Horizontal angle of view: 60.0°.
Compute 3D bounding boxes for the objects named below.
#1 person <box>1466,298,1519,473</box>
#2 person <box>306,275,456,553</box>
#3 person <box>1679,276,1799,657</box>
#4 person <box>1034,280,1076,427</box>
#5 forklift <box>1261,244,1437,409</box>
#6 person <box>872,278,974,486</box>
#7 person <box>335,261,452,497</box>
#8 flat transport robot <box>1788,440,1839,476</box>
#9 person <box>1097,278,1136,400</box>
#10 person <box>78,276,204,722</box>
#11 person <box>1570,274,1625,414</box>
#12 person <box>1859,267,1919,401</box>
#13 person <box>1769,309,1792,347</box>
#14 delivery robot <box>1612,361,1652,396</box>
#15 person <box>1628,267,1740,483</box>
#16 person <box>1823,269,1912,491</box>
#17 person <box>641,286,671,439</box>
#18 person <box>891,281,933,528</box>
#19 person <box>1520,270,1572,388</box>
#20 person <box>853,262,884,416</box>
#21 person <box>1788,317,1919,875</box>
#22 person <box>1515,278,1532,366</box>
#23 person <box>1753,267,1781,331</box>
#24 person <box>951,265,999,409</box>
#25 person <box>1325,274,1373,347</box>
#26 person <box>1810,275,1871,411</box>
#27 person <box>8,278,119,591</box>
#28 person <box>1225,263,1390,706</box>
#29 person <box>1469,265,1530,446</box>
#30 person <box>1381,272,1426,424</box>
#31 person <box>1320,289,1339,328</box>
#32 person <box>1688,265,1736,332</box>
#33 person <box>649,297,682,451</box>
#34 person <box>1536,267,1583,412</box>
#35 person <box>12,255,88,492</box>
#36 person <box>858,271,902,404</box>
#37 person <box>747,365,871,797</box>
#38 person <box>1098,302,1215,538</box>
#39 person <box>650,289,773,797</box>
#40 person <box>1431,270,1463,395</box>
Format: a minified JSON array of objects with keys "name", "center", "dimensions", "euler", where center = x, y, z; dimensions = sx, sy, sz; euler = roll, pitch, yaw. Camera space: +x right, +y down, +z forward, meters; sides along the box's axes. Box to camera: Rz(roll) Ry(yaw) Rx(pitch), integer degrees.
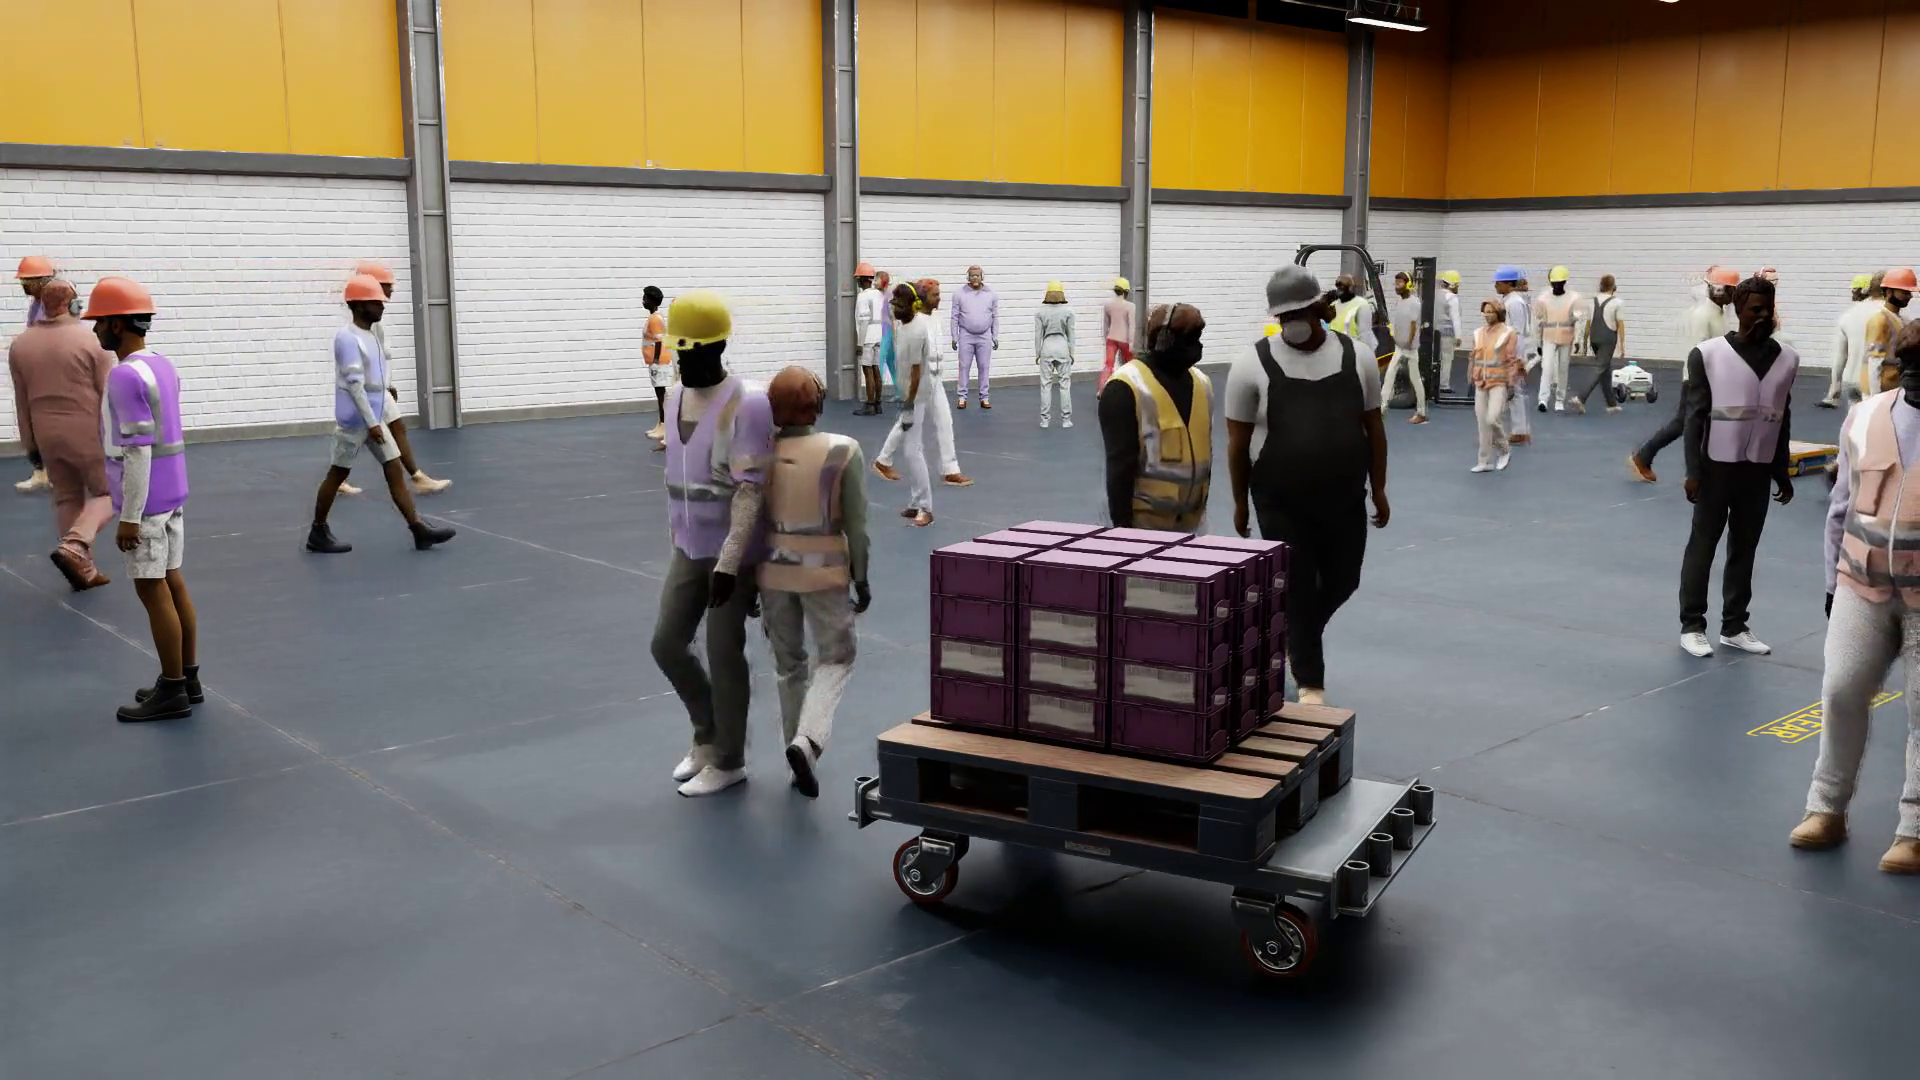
[{"name":"person","center":[4.937,-1.428,15.484],"dimensions":[0.366,1.627,0.537],"euler":[-6,11,-32]},{"name":"person","center":[-4.021,-0.837,11.294],"dimensions":[1.010,1.892,0.544],"euler":[1,10,4]},{"name":"person","center":[3.946,-0.370,8.462],"dimensions":[0.587,1.920,0.391],"euler":[-2,10,-9]},{"name":"person","center":[1.124,-2.197,19.695],"dimensions":[0.485,1.736,0.309],"euler":[1,10,5]},{"name":"forklift","center":[5.256,-2.933,22.661],"dimensions":[2.313,2.155,1.214],"euler":[3,10,16]},{"name":"person","center":[-0.362,-1.402,14.758],"dimensions":[0.973,1.843,0.578],"euler":[7,12,36]},{"name":"person","center":[-4.896,-1.335,13.959],"dimensions":[1.067,1.978,0.620],"euler":[-3,10,-15]},{"name":"flat transport robot","center":[7.775,-0.783,15.696],"dimensions":[1.431,0.197,0.652],"euler":[-8,12,-38]},{"name":"person","center":[2.182,-2.770,23.076],"dimensions":[0.532,1.728,0.883],"euler":[7,12,35]},{"name":"person","center":[-3.580,-0.174,7.260],"dimensions":[0.373,1.934,0.551],"euler":[-2,10,-9]},{"name":"person","center":[8.212,-2.501,21.339],"dimensions":[0.898,1.796,0.536],"euler":[-6,11,-32]},{"name":"person","center":[7.447,-1.217,13.372],"dimensions":[0.373,1.933,0.549],"euler":[9,13,42]},{"name":"person","center":[7.427,-1.401,15.414],"dimensions":[0.520,1.604,0.717],"euler":[7,12,34]},{"name":"delivery robot","center":[9.348,-2.242,23.138],"dimensions":[0.477,0.478,0.707],"euler":[0,10,3]},{"name":"person","center":[6.420,-1.409,14.553],"dimensions":[0.613,1.949,0.992],"euler":[-8,13,-41]},{"name":"person","center":[7.466,-1.278,13.781],"dimensions":[0.724,1.922,0.649],"euler":[-3,10,-19]},{"name":"person","center":[-3.373,-1.972,18.487],"dimensions":[0.321,1.697,0.535],"euler":[-2,10,-10]},{"name":"person","center":[-0.389,-1.034,12.611],"dimensions":[0.345,1.837,0.657],"euler":[-2,10,-10]},{"name":"person","center":[8.980,-3.231,25.416],"dimensions":[0.745,1.852,0.520],"euler":[0,10,-3]},{"name":"person","center":[-1.182,-2.548,21.154],"dimensions":[0.365,1.939,0.542],"euler":[4,10,22]},{"name":"person","center":[3.158,0.179,5.509],"dimensions":[0.448,1.838,0.644],"euler":[-8,13,-39]},{"name":"person","center":[9.956,-3.845,29.641],"dimensions":[0.268,1.631,0.507],"euler":[-7,12,-35]},{"name":"person","center":[8.442,-1.921,17.575],"dimensions":[0.406,1.911,0.636],"euler":[8,13,40]},{"name":"person","center":[0.203,-2.691,22.090],"dimensions":[0.651,1.906,0.403],"euler":[-1,10,-7]},{"name":"person","center":[4.235,-2.004,18.289],"dimensions":[0.446,1.828,0.633],"euler":[-4,11,-24]},{"name":"person","center":[11.634,-2.530,21.511],"dimensions":[0.930,1.782,0.602],"euler":[2,10,13]},{"name":"person","center":[-5.308,-0.605,9.910],"dimensions":[0.667,1.890,0.565],"euler":[1,10,8]},{"name":"person","center":[1.550,-0.261,7.467],"dimensions":[0.712,2.000,0.687],"euler":[-1,10,-5]},{"name":"person","center":[5.731,-1.952,17.695],"dimensions":[0.759,1.920,0.649],"euler":[2,10,11]},{"name":"person","center":[5.254,-2.274,19.890],"dimensions":[0.935,1.816,0.536],"euler":[-4,10,-21]},{"name":"person","center":[4.221,-2.036,19.004],"dimensions":[0.906,1.636,0.543],"euler":[4,11,24]},{"name":"person","center":[11.420,-3.224,25.257],"dimensions":[0.654,1.892,0.437],"euler":[6,12,33]},{"name":"person","center":[-2.816,-1.720,17.298],"dimensions":[0.795,1.605,0.507],"euler":[-4,11,-24]},{"name":"person","center":[7.741,-2.583,21.554],"dimensions":[0.599,1.874,0.992],"euler":[4,11,24]},{"name":"person","center":[-7.811,-1.386,14.097],"dimensions":[0.646,2.020,0.719],"euler":[8,13,40]},{"name":"person","center":[-1.103,-2.757,22.742],"dimensions":[0.834,1.810,0.596],"euler":[-3,10,-17]},{"name":"person","center":[-0.598,0.165,6.169],"dimensions":[0.516,1.621,0.541],"euler":[2,10,12]},{"name":"person","center":[0.874,-0.094,7.129],"dimensions":[0.666,1.829,0.518],"euler":[-6,12,-33]},{"name":"person","center":[-0.928,0.032,6.174],"dimensions":[0.609,1.900,0.432],"euler":[8,13,40]},{"name":"person","center":[7.086,-3.003,24.167],"dimensions":[0.426,1.819,0.627],"euler":[-2,10,-11]}]
